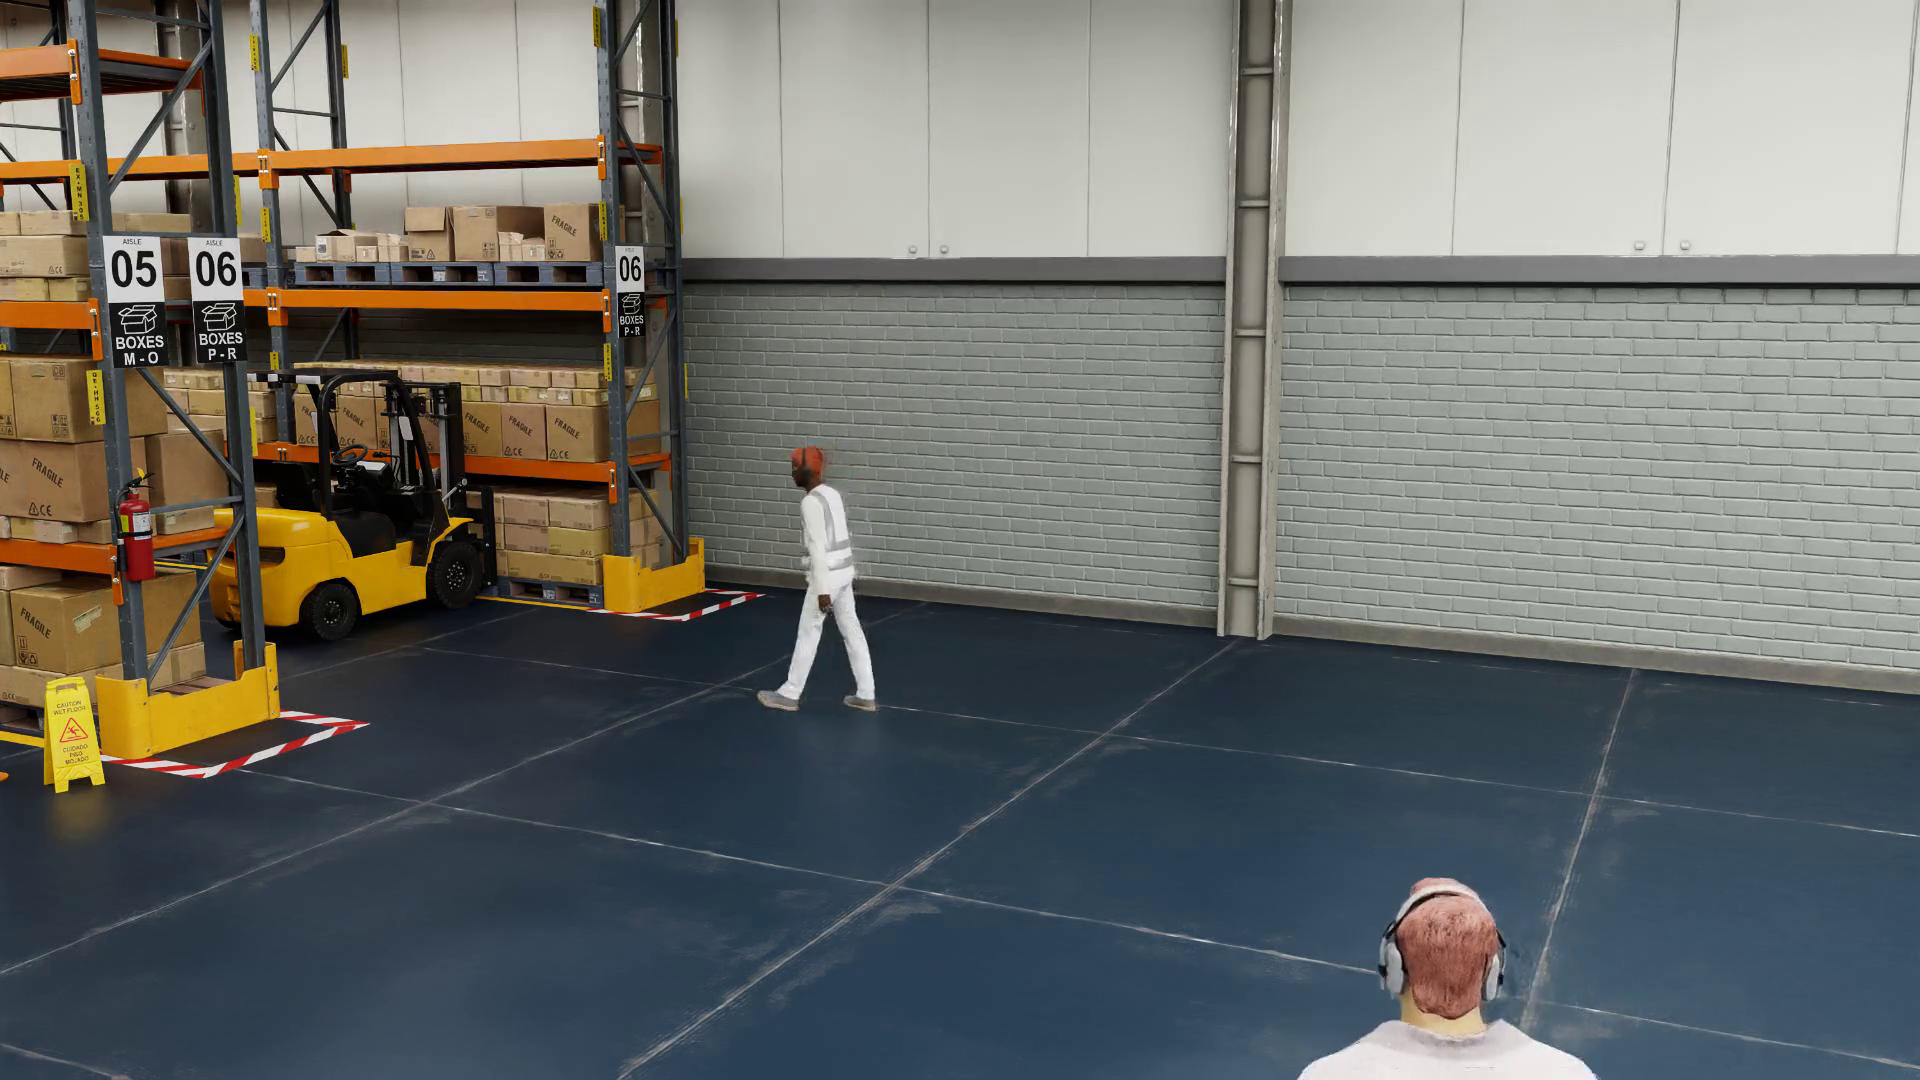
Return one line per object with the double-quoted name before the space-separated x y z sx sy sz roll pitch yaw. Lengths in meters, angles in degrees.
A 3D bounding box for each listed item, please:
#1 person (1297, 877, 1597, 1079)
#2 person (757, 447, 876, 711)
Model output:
"person" 0.943 1.588 3.285 0.648 1.857 1.009 1 9 4
"person" -0.959 0.280 11.397 0.824 1.834 0.604 3 10 17
